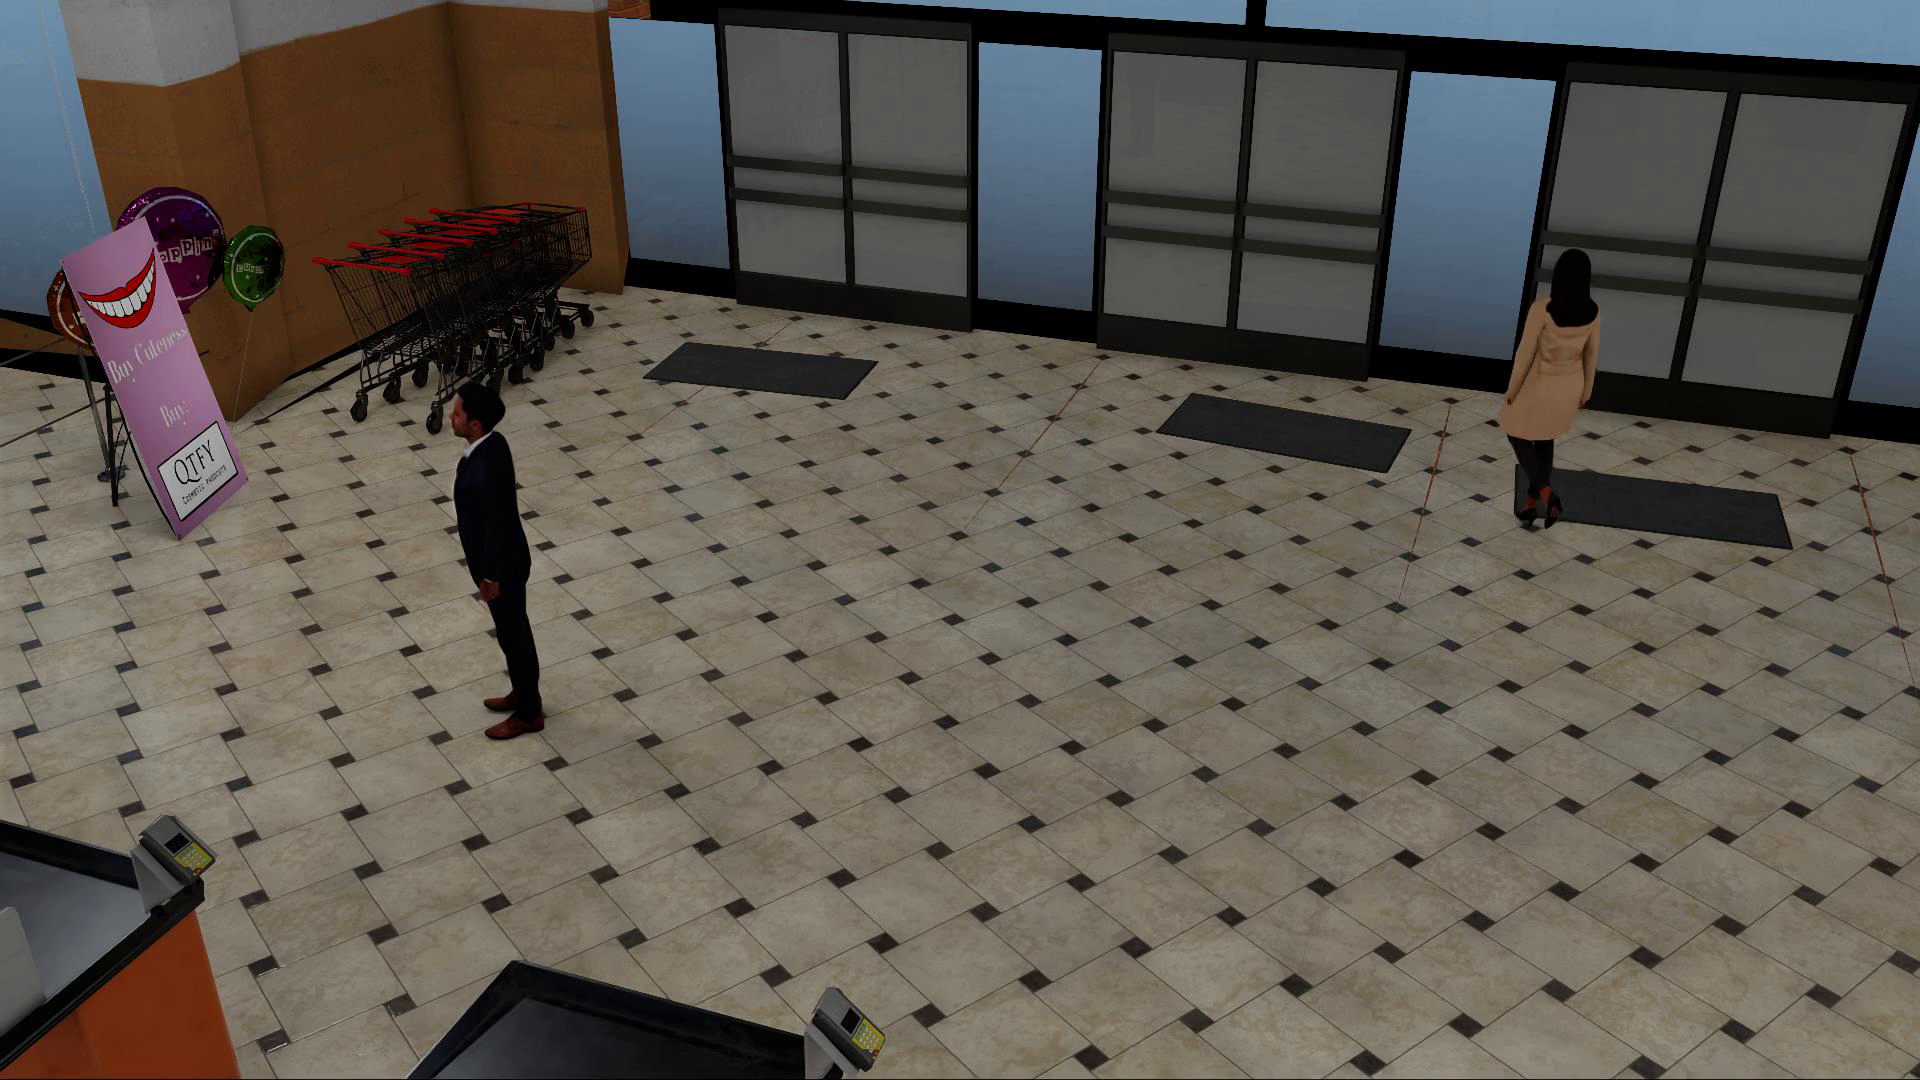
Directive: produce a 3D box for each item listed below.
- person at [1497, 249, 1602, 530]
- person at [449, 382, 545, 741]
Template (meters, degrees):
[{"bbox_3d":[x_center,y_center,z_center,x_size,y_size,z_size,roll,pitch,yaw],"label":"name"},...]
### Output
[{"bbox_3d":[3.332,-0.778,9.326,0.873,1.669,0.978,-4,27,-7],"label":"person"},{"bbox_3d":[-2.084,0.094,7.541,0.771,1.727,0.665,-6,28,-12],"label":"person"}]
